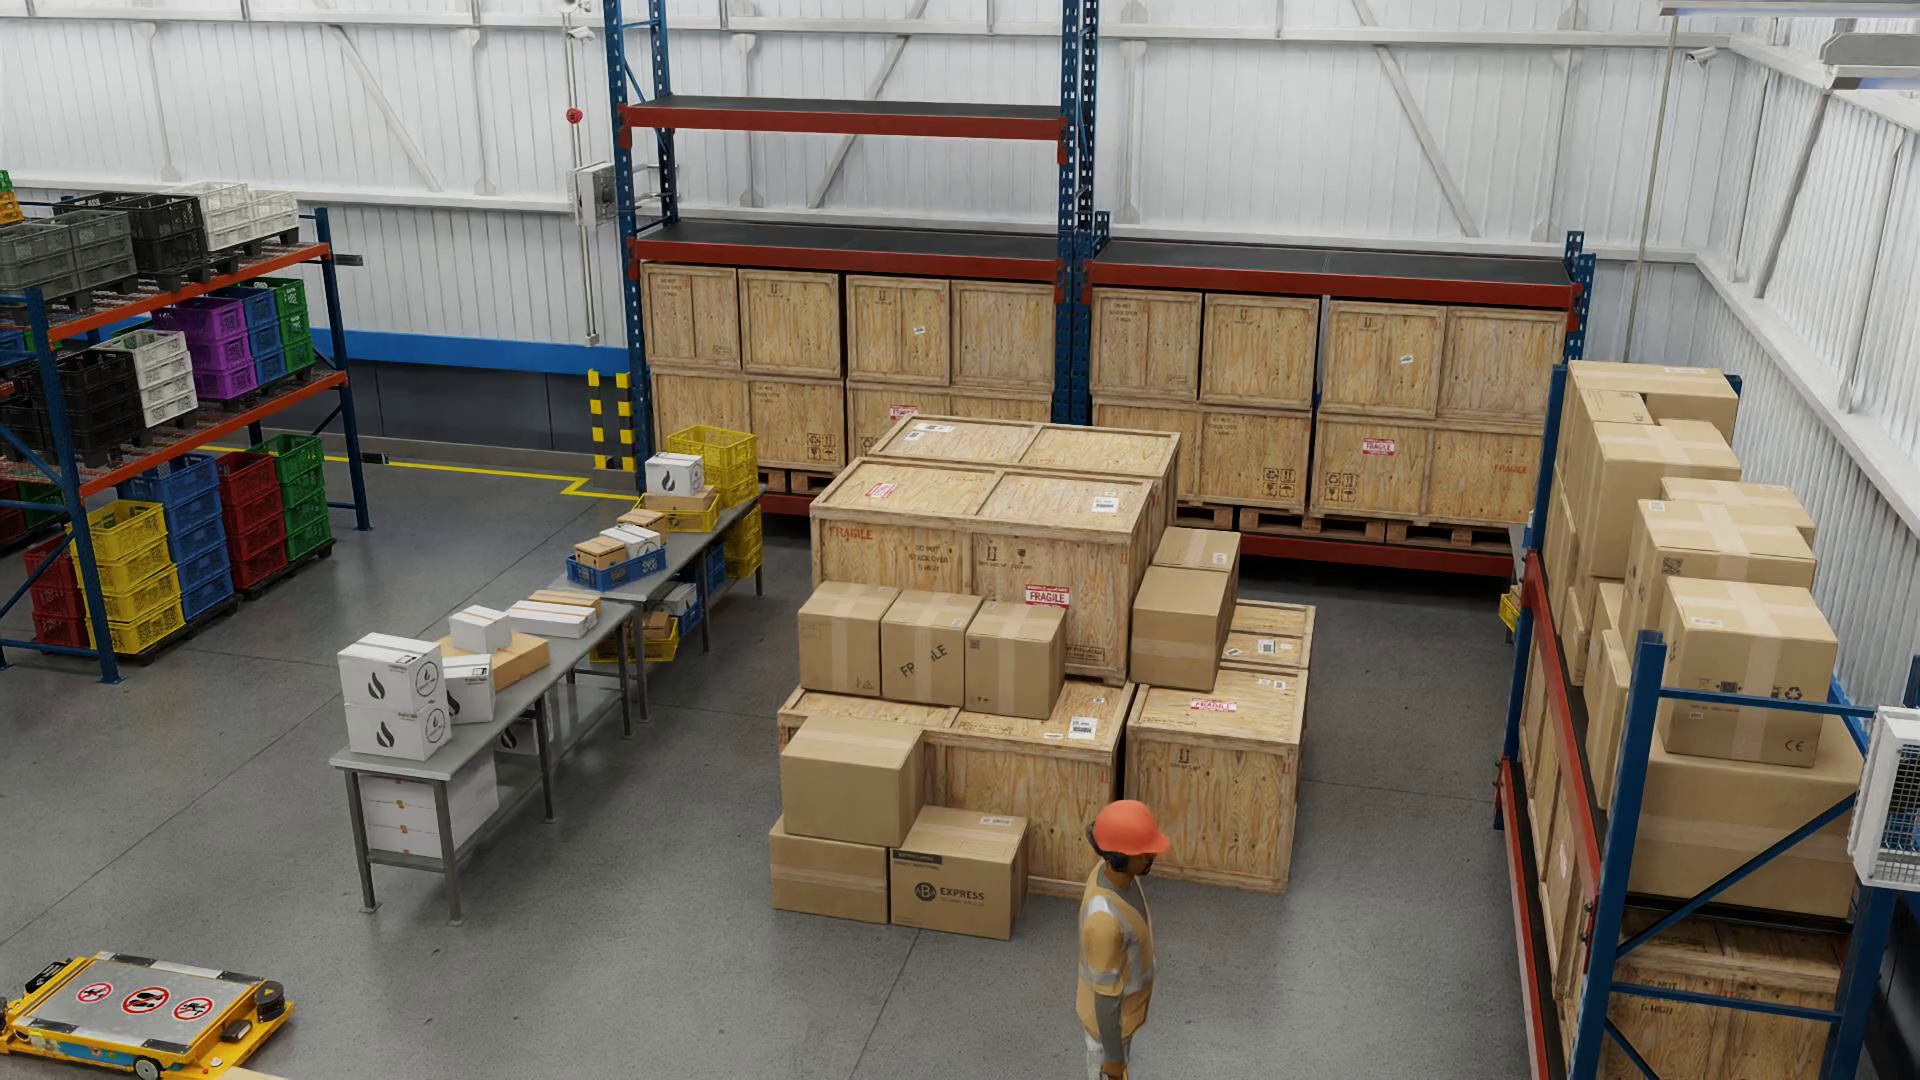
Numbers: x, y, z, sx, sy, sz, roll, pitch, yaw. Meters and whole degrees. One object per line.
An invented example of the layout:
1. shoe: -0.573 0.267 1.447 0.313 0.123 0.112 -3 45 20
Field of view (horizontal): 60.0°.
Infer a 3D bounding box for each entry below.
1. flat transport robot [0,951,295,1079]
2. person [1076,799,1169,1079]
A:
1. flat transport robot: -4.270 2.464 8.601 1.431 0.231 0.659 5 22 13
2. person: 0.690 2.040 7.224 0.365 2.047 0.606 3 21 9
